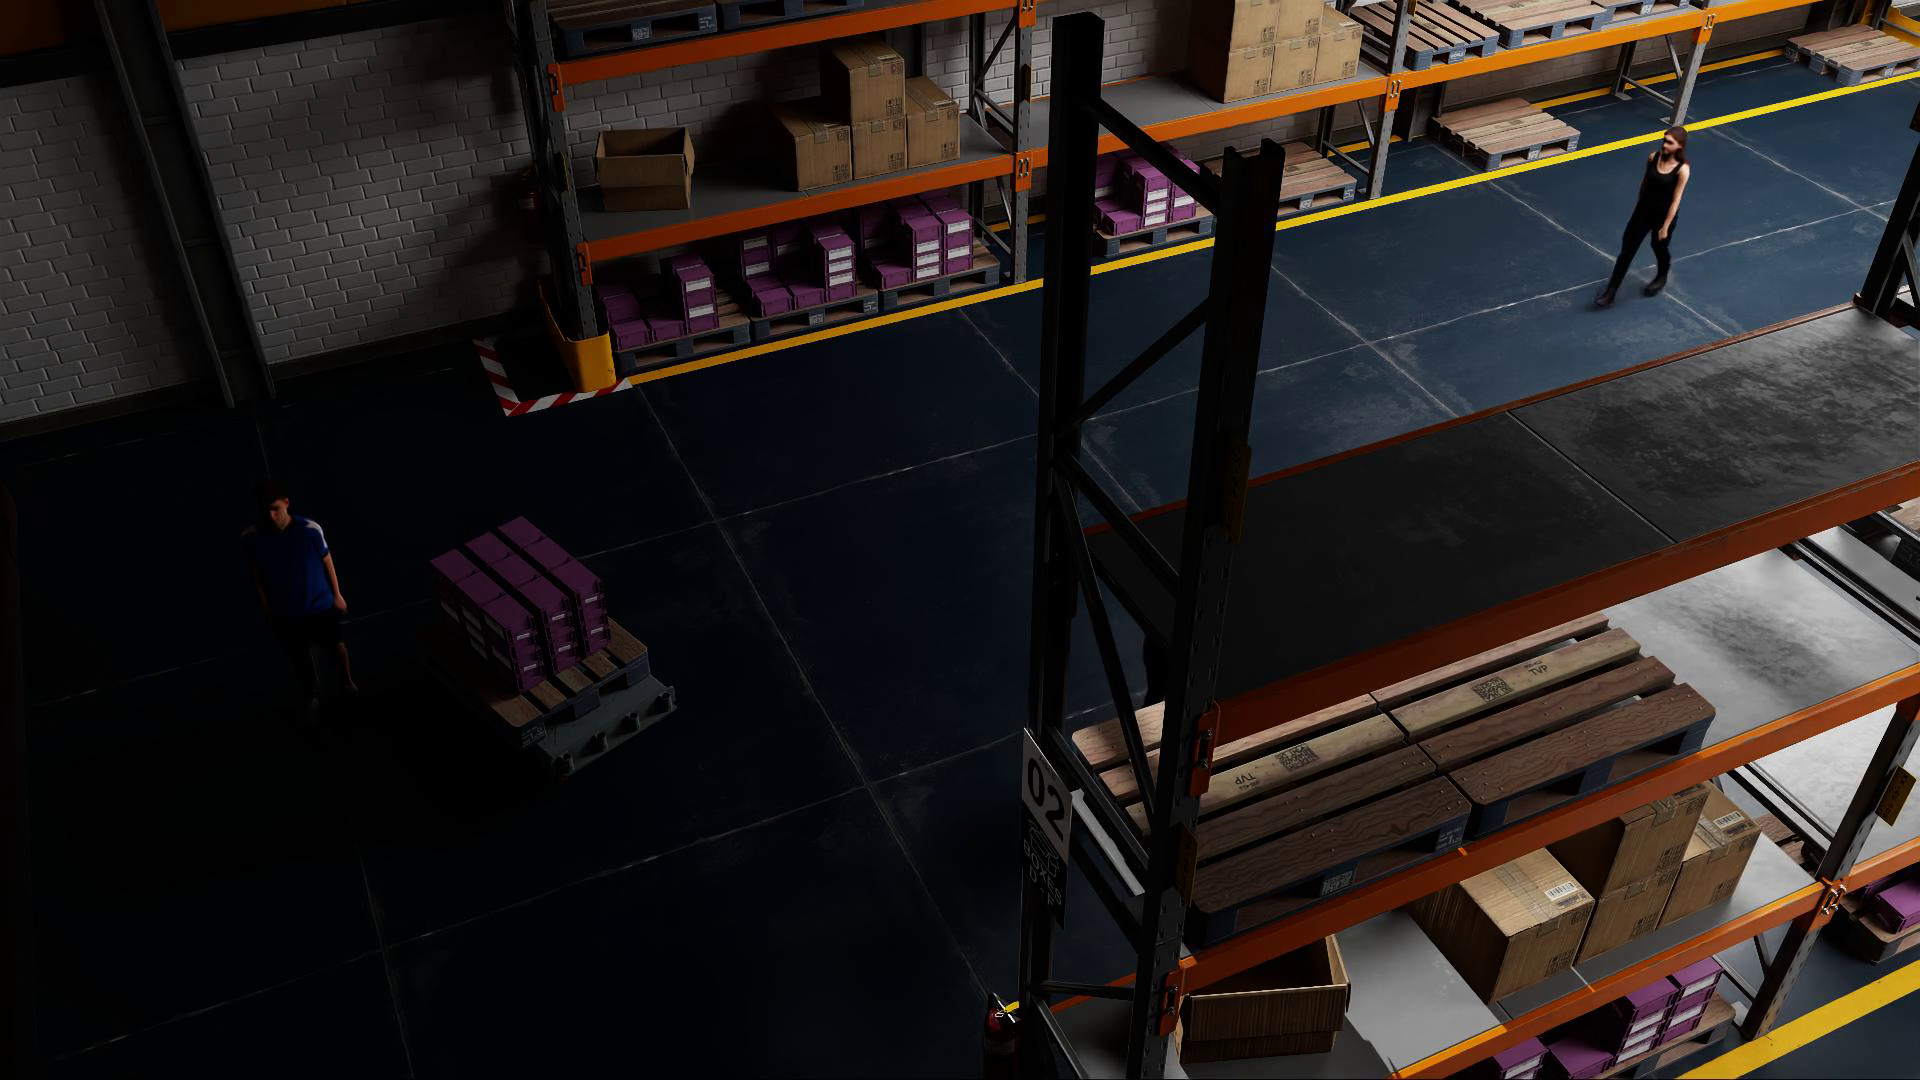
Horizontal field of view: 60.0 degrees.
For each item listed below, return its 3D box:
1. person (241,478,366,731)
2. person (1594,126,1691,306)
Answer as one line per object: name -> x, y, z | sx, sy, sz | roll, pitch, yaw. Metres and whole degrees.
person -> -4.147, 0.372, 10.487 | 0.556, 1.866, 0.734 | -11, 40, -14
person -> 6.210, -2.865, 14.717 | 1.171, 1.644, 0.738 | -23, 44, -26
